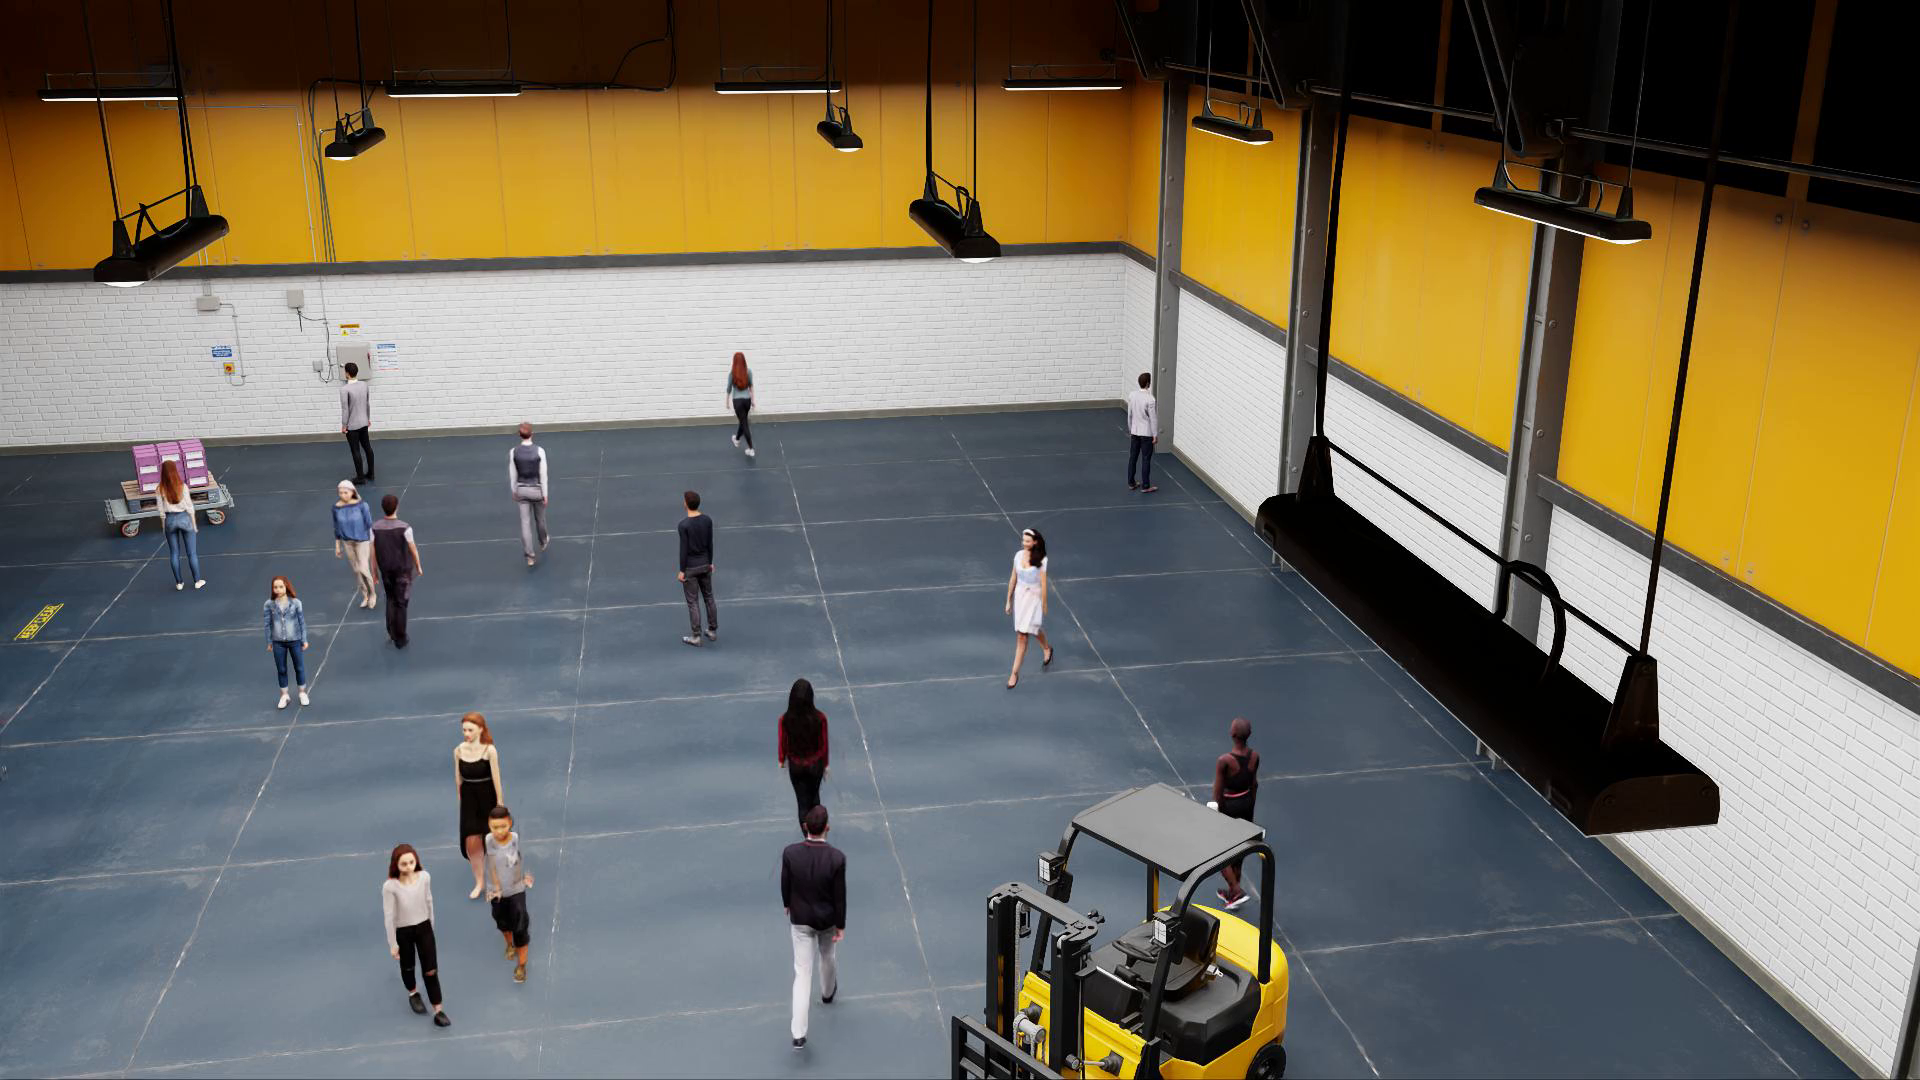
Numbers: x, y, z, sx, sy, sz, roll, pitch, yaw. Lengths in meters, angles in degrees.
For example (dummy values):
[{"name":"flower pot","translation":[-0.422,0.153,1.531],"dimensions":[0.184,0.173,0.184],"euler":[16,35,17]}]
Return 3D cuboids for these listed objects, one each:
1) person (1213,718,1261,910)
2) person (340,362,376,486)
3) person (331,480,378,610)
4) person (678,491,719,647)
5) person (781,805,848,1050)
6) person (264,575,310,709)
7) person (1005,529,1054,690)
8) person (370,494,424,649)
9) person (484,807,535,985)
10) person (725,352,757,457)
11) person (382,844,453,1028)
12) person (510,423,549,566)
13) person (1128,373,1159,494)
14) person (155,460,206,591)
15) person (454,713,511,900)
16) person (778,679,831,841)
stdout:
[{"name":"person","translation":[2.332,2.340,13.893],"dimensions":[0.710,1.746,0.823],"euler":[-8,20,-23]},{"name":"person","translation":[-9.434,-1.835,26.014],"dimensions":[0.902,1.923,0.783],"euler":[8,20,22]},{"name":"person","translation":[-7.536,0.029,20.852],"dimensions":[0.690,1.684,0.689],"euler":[1,19,2]},{"name":"person","translation":[-3.114,0.327,19.679],"dimensions":[0.719,1.868,0.733],"euler":[-18,25,-42]},{"name":"person","translation":[-1.103,2.867,12.246],"dimensions":[0.897,1.798,1.312],"euler":[2,19,5]},{"name":"person","translation":[-7.297,1.083,18.045],"dimensions":[0.577,1.477,0.518],"euler":[-5,19,-15]},{"name":"person","translation":[0.821,0.726,18.650],"dimensions":[1.163,1.767,1.208],"euler":[13,22,33]},{"name":"person","translation":[-6.649,0.400,19.515],"dimensions":[0.722,1.833,0.722],"euler":[1,19,2]},{"name":"person","translation":[-3.647,2.704,13.304],"dimensions":[0.546,1.432,0.912],"euler":[-4,19,-13]},{"name":"person","translation":[-3.578,-2.206,27.480],"dimensions":[0.875,1.689,1.209],"euler":[-10,21,-28]},{"name":"person","translation":[-4.167,2.939,12.568],"dimensions":[0.774,1.457,0.955],"euler":[-13,22,-33]},{"name":"person","translation":[-5.788,-0.583,22.345],"dimensions":[0.773,1.891,1.298],"euler":[-2,19,-5]},{"name":"person","translation":[2.806,-1.669,25.633],"dimensions":[0.719,1.850,0.823],"euler":[17,25,42]},{"name":"person","translation":[-10.088,-0.202,21.469],"dimensions":[0.580,1.728,0.508],"euler":[-4,19,-12]},{"name":"person","translation":[-4.112,2.238,14.431],"dimensions":[0.746,1.595,1.065],"euler":[2,19,5]},{"name":"person","translation":[-1.369,2.075,14.858],"dimensions":[0.591,1.632,0.876],"euler":[-3,19,-10]}]
